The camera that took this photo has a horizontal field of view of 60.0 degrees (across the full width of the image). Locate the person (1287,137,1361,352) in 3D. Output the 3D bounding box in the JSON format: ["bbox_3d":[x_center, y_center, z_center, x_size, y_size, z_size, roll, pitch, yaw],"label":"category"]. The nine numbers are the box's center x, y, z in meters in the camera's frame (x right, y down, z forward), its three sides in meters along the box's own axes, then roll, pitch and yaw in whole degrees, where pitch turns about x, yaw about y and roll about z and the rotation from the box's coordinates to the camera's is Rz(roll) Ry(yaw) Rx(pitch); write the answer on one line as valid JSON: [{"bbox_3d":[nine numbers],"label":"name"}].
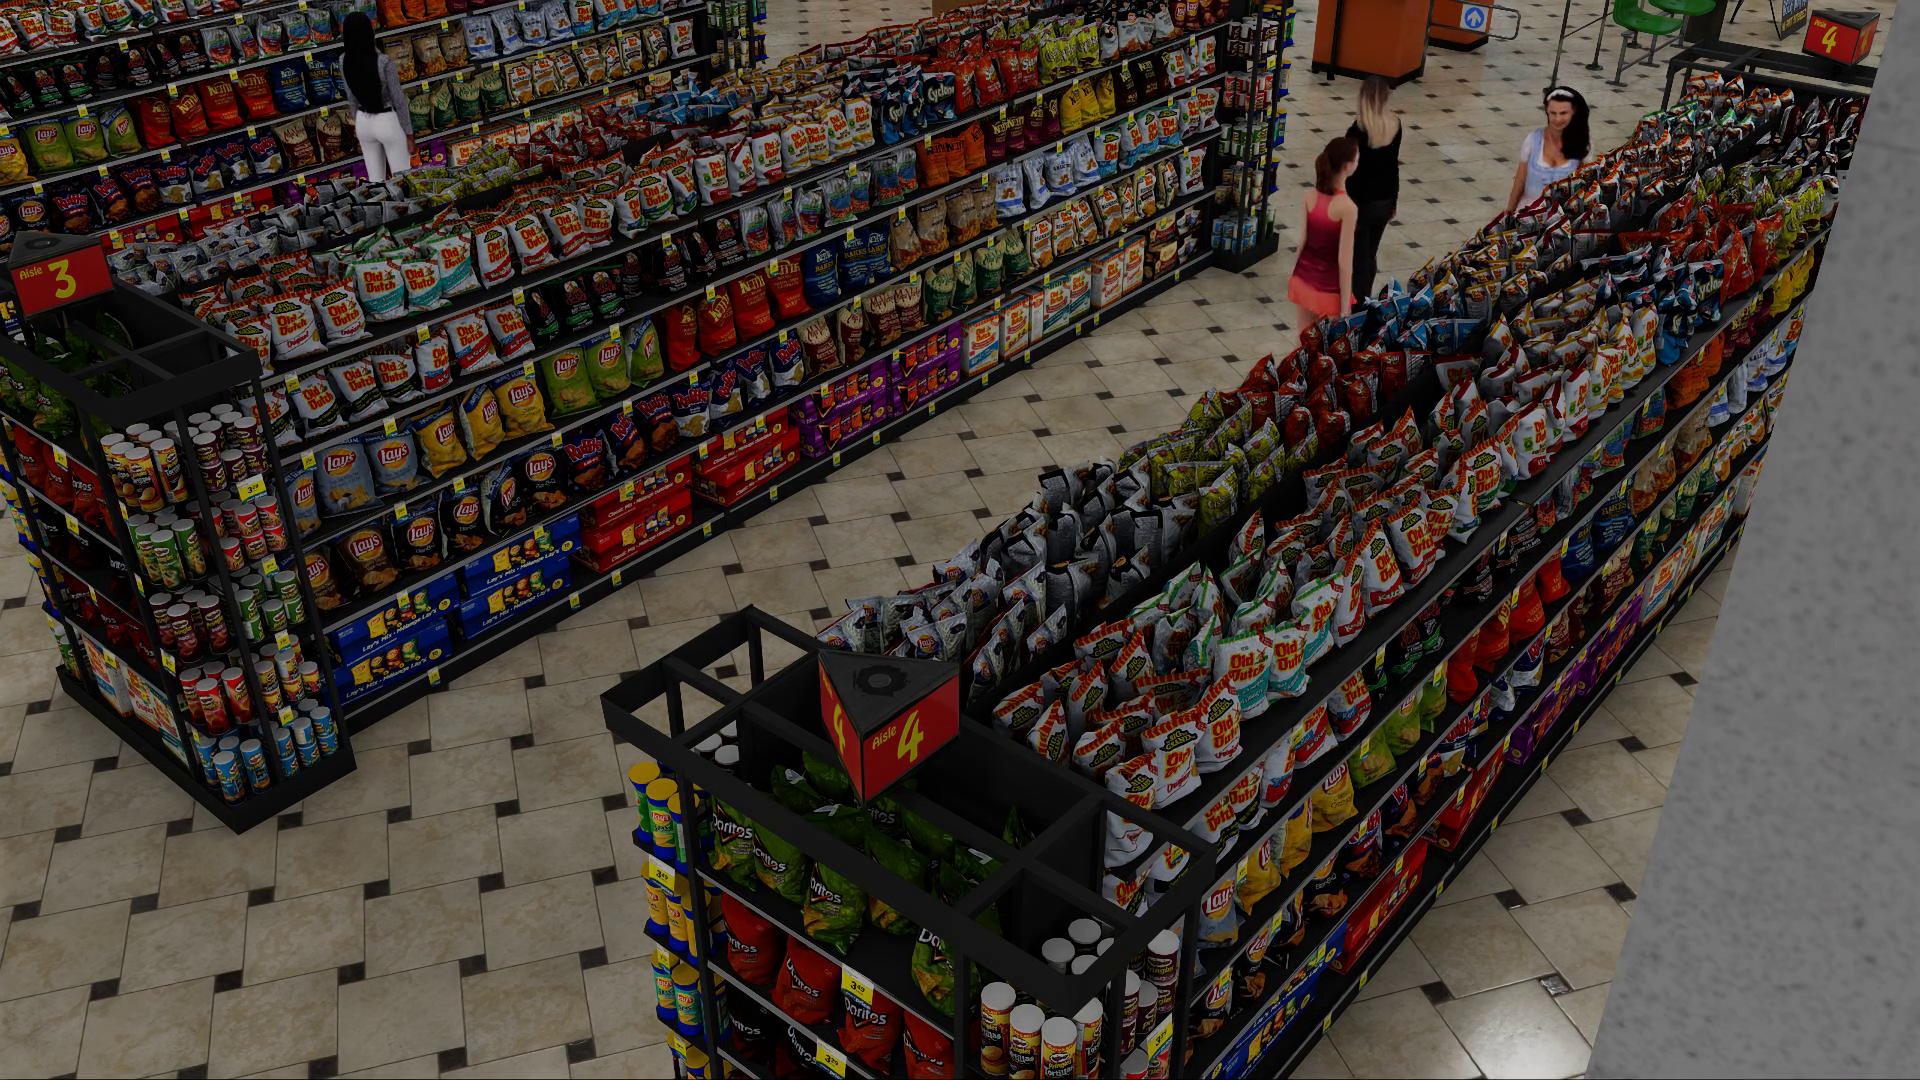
[{"bbox_3d":[1.955,-1.376,9.308,0.779,1.738,0.668,-25,40,-34],"label":"person"}]

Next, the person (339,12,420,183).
[{"bbox_3d":[-4.057,-2.846,11.683,0.667,1.725,0.663,8,33,12],"label":"person"}]

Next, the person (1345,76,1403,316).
[{"bbox_3d":[2.573,-2.051,10.451,0.742,1.678,0.837,-25,40,-34],"label":"person"}]

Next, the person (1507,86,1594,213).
[{"bbox_3d":[3.511,-1.866,10.086,1.089,1.749,1.306,4,32,6],"label":"person"}]
